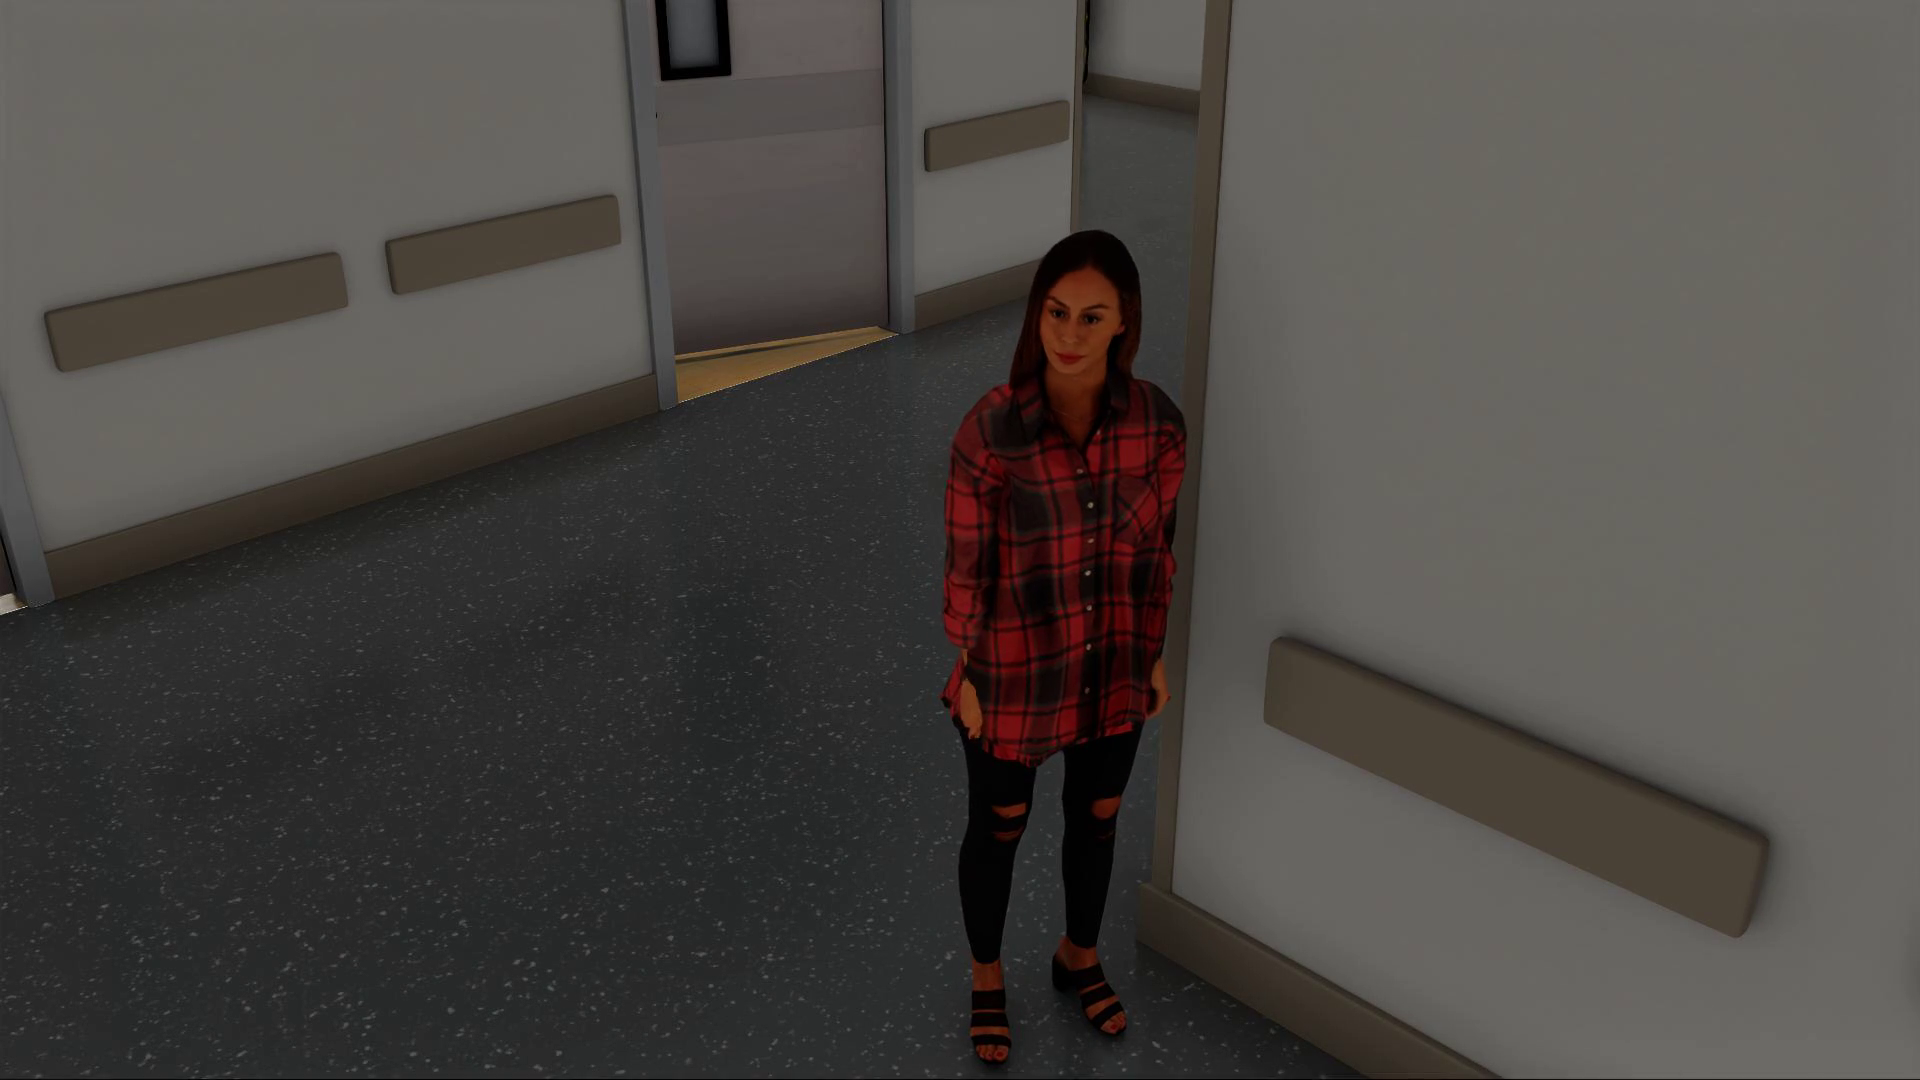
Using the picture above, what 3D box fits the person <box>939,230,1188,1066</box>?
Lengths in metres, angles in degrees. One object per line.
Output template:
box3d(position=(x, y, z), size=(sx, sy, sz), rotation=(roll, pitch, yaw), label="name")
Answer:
box3d(position=(0.189, 0.243, 3.163), size=(0.651, 1.699, 0.758), rotation=(-7, 27, -14), label="person")
